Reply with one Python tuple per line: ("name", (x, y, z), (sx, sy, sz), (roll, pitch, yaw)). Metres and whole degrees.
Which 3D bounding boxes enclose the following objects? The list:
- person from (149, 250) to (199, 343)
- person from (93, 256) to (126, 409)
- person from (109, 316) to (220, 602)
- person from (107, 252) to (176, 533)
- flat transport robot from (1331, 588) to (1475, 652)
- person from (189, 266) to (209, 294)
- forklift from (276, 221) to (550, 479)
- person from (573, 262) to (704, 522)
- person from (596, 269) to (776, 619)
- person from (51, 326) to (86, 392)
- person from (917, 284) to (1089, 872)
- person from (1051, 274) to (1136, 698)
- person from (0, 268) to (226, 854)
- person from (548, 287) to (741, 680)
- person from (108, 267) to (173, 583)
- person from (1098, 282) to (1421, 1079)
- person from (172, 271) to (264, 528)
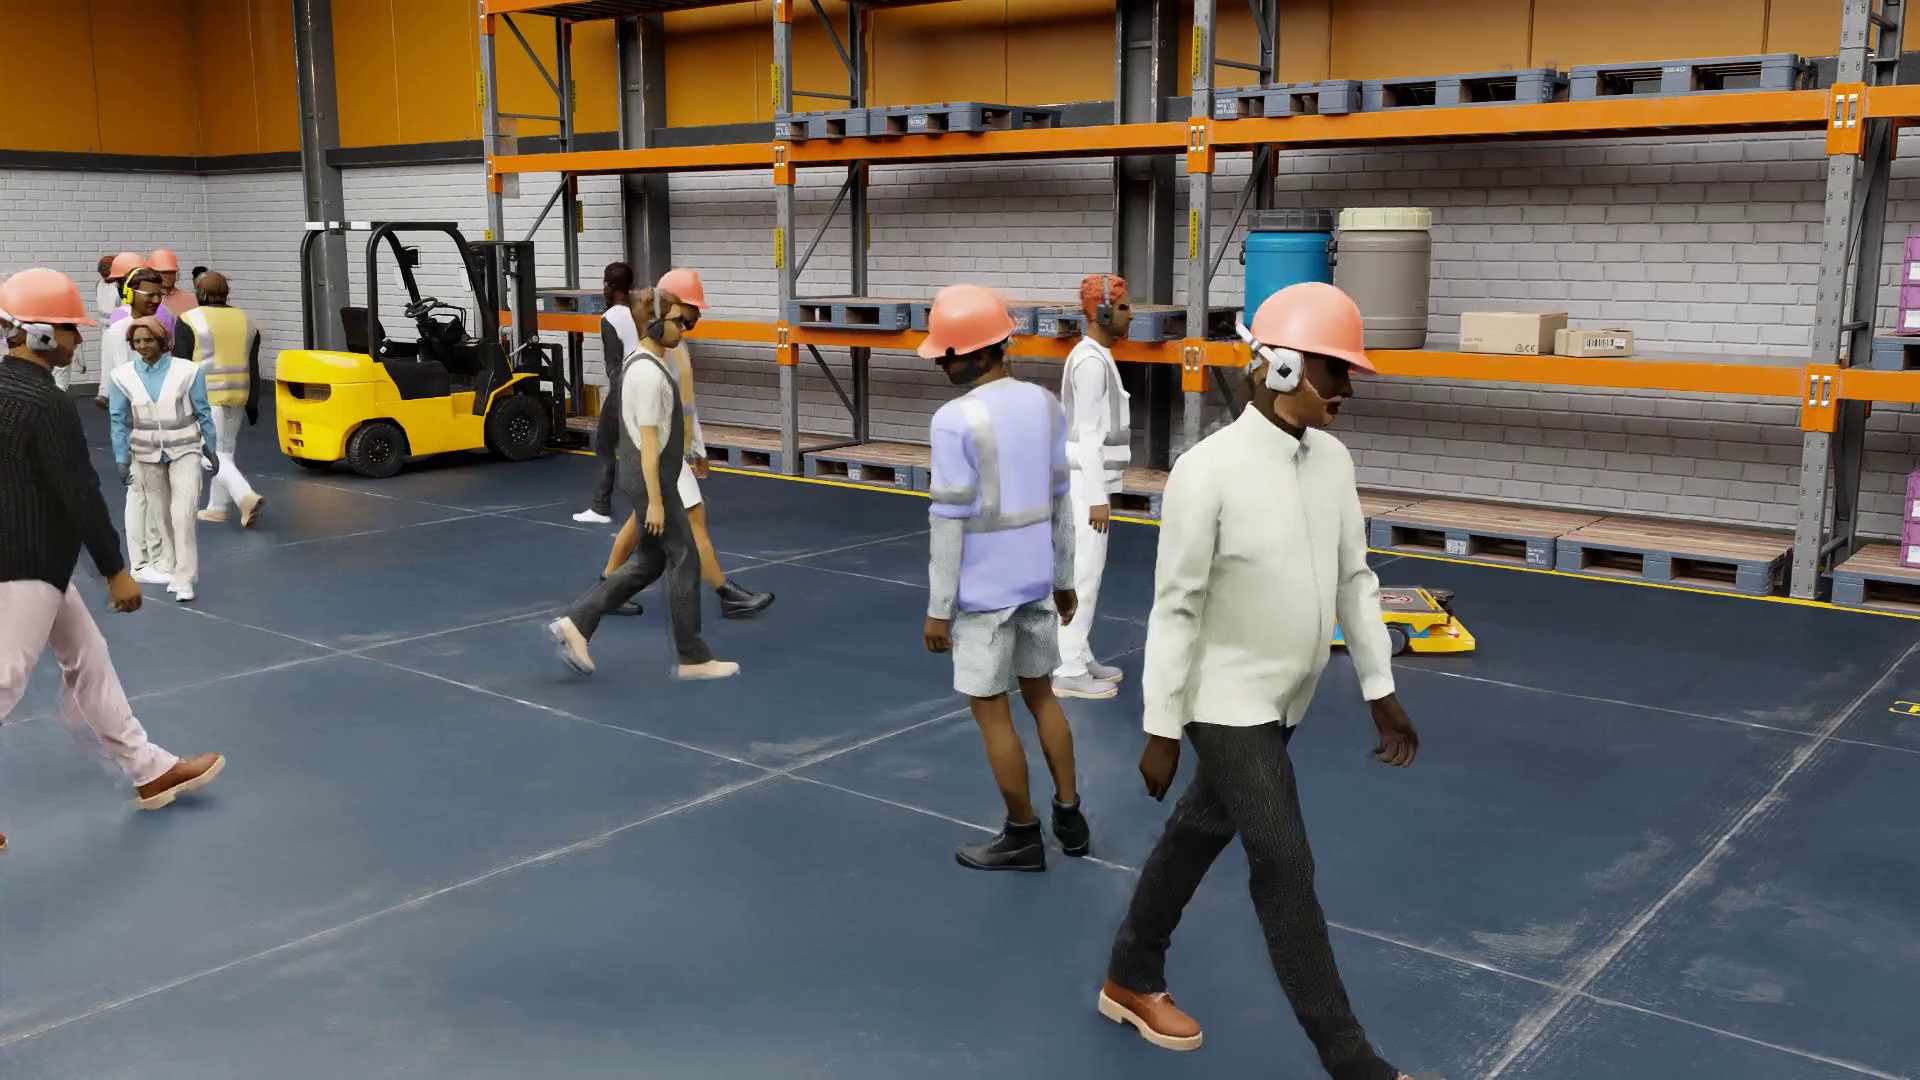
("person", (-6.668, -1.479, 14.115), (0.634, 1.943, 1.012), (-8, 13, -39))
("person", (-10.144, -2.487, 19.988), (0.596, 1.826, 0.957), (3, 11, 15))
("person", (-4.466, -0.449, 9.335), (0.523, 1.595, 0.772), (-2, 10, -11))
("person", (-5.624, -0.997, 11.444), (0.373, 1.934, 0.551), (2, 10, 10))
("flat transport robot", (1.810, 0.383, 8.411), (1.431, 0.197, 0.652), (1, 10, 5))
("person", (-9.487, -2.591, 20.938), (0.318, 1.695, 0.539), (6, 12, 30))
("forklift", (-4.922, -1.741, 14.854), (1.214, 2.155, 2.313), (8, 13, 38))
("person", (-2.301, -1.032, 11.807), (0.960, 1.878, 0.590), (4, 11, 22))
("person", (-1.541, -0.500, 8.879), (1.038, 1.870, 0.556), (1, 10, 3))
("person", (-8.907, -1.765, 16.368), (0.505, 1.689, 0.918), (-2, 10, -9))
("person", (0.145, 0.136, 5.311), (0.369, 1.898, 0.673), (10, 14, 43))
("person", (0.595, -0.232, 7.408), (0.359, 1.875, 0.578), (1, 10, 7))
("person", (-3.058, 0.079, 5.520), (1.068, 1.929, 0.605), (-10, 14, -43))
("person", (-1.454, -0.235, 7.561), (0.803, 1.823, 0.518), (-3, 11, -15))
("person", (-4.819, -0.680, 9.892), (0.331, 1.865, 0.519), (0, 10, -3))
("person", (0.731, 0.376, 3.876), (1.095, 1.919, 0.624), (9, 14, 42))
("person", (-5.203, -0.984, 11.718), (0.829, 1.816, 0.630), (6, 12, 29))
